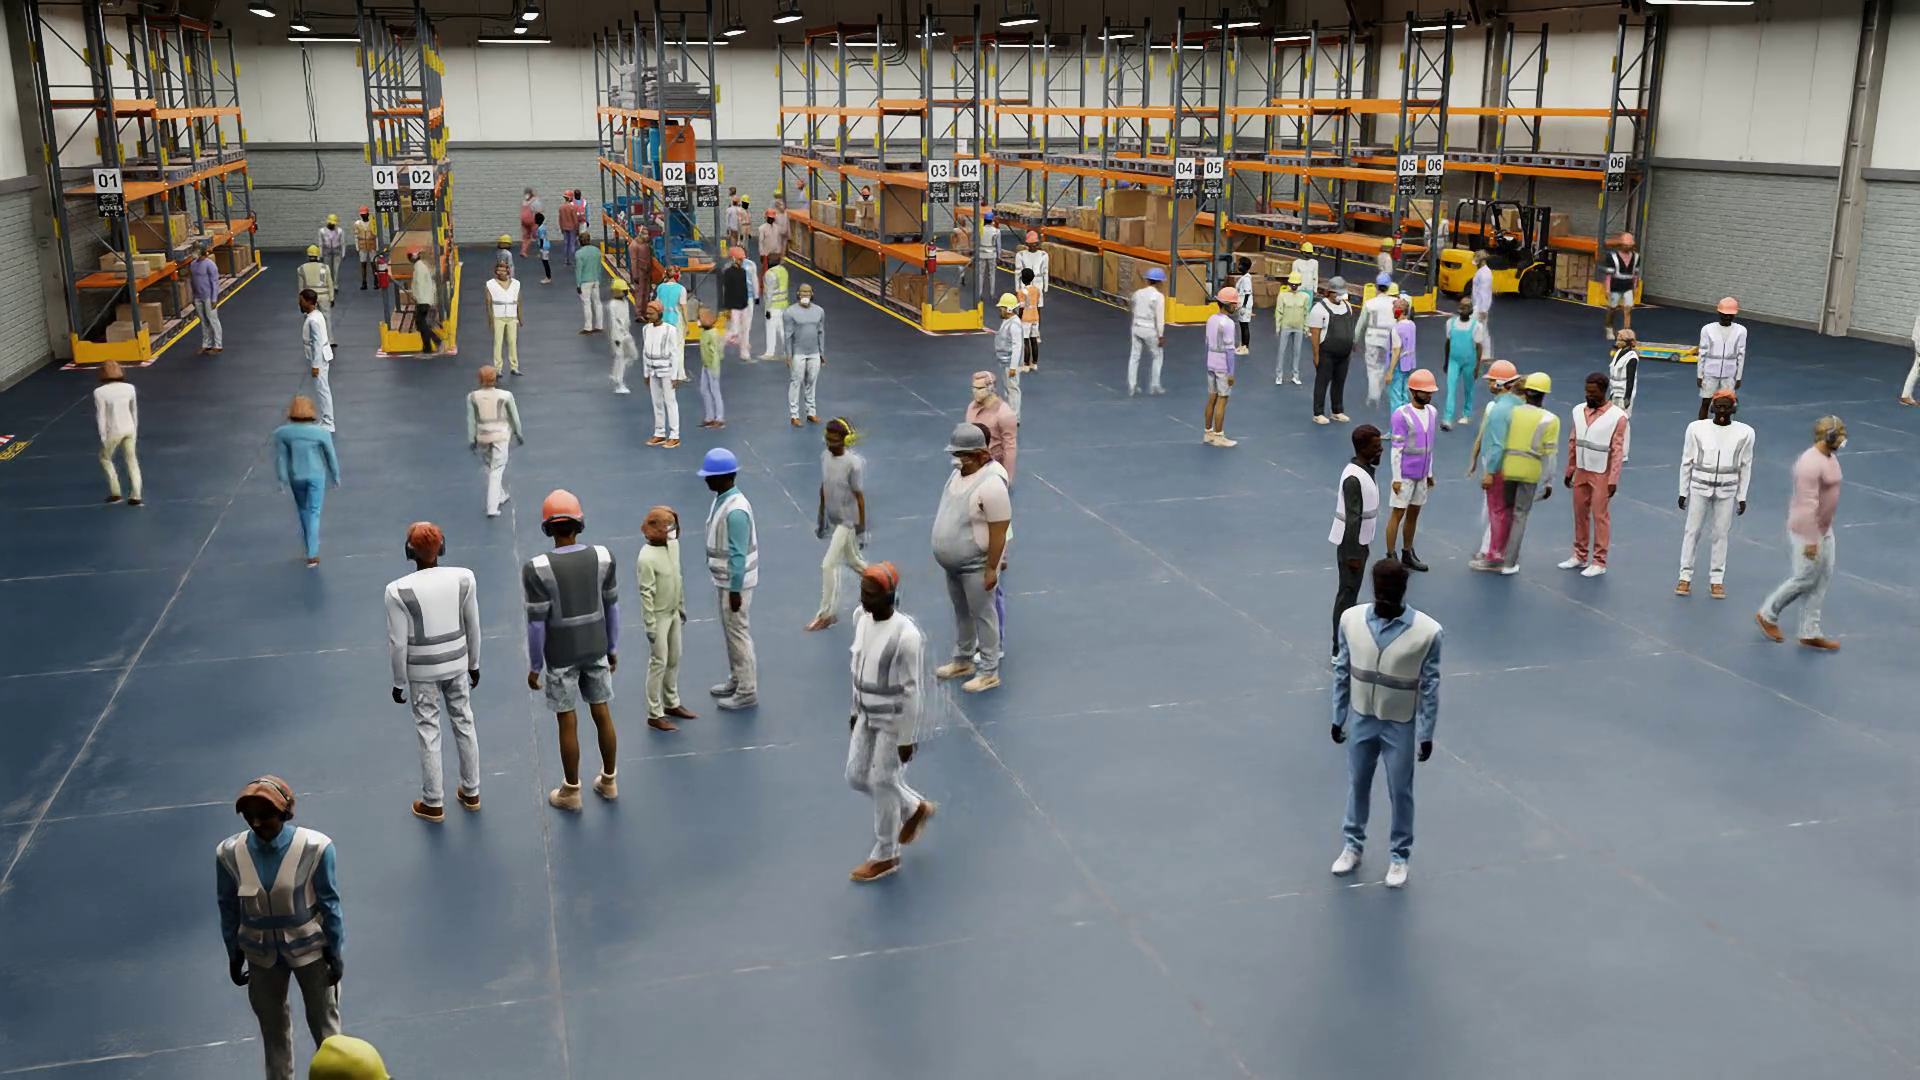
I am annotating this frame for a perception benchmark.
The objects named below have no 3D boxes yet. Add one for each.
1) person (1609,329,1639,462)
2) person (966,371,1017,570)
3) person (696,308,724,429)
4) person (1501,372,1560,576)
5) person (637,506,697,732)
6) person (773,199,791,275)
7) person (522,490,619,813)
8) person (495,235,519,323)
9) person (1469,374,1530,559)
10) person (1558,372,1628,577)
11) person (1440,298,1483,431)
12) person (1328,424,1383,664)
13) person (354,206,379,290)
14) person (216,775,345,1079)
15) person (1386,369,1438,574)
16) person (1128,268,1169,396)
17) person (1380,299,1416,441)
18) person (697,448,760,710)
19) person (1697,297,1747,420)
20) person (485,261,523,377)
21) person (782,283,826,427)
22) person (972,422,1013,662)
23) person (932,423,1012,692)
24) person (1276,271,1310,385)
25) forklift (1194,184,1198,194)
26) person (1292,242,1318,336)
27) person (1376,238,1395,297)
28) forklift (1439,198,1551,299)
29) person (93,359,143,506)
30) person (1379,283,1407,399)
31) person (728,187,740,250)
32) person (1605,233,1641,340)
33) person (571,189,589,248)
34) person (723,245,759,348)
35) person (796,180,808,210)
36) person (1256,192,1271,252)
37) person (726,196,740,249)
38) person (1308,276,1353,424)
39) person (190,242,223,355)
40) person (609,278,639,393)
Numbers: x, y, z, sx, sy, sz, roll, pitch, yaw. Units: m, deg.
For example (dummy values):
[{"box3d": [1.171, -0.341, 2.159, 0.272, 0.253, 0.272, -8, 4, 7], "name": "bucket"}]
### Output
[{"box3d": [8.111, -1.766, 20.375, 0.313, 1.633, 0.519, 0, 15, 0], "name": "person"}, {"box3d": [0.240, -0.643, 15.617, 0.402, 1.904, 0.651, -11, 19, -36], "name": "person"}, {"box3d": [-3.382, -2.307, 22.416, 0.363, 1.620, 0.530, -8, 17, -29], "name": "person"}, {"box3d": [5.258, -0.621, 15.551, 0.609, 1.889, 0.621, 12, 19, 37], "name": "person"}, {"box3d": [-2.084, 0.542, 11.699, 0.283, 1.624, 0.509, 5, 16, 17], "name": "person"}, {"box3d": [-4.525, -7.614, 41.854, 0.401, 1.906, 0.656, 7, 16, 25], "name": "person"}, {"box3d": [-2.410, 0.692, 10.338, 0.606, 2.039, 0.395, -11, 18, -35], "name": "person"}, {"box3d": [-8.983, -5.168, 32.975, 0.492, 1.732, 0.332, 11, 18, 36], "name": "person"}, {"box3d": [5.297, -0.718, 16.107, 0.667, 1.790, 0.827, 11, 18, 35], "name": "person"}, {"box3d": [5.924, -0.625, 15.553, 0.409, 1.908, 0.597, -8, 17, -27], "name": "person"}, {"box3d": [6.747, -2.371, 22.361, 0.523, 1.780, 1.025, 9, 17, 29], "name": "person"}, {"box3d": [3.094, 0.035, 13.037, 0.390, 1.920, 0.587, 5, 16, 18], "name": "person"}, {"box3d": [-13.809, -6.810, 38.761, 0.543, 1.939, 0.360, -3, 15, -11], "name": "person"}, {"box3d": [-2.868, 1.765, 7.084, 0.509, 1.629, 0.315, -1, 15, -3], "name": "person"}, {"box3d": [4.238, -0.634, 15.519, 0.544, 1.939, 0.372, -10, 18, -32], "name": "person"}, {"box3d": [2.830, -3.087, 24.824, 0.623, 1.909, 0.606, -12, 19, -37], "name": "person"}, {"box3d": [5.714, -2.207, 21.616, 0.377, 1.842, 0.570, 10, 18, 34], "name": "person"}, {"box3d": [-1.680, 0.274, 12.115, 0.422, 1.937, 0.613, -5, 16, -17], "name": "person"}, {"box3d": [9.655, -2.119, 21.127, 0.544, 1.930, 0.388, 4, 15, 15], "name": "person"}, {"box3d": [-7.290, -3.541, 26.649, 0.564, 1.838, 0.390, -9, 17, -31], "name": "person"}, {"box3d": [-2.101, -2.517, 22.611, 0.629, 1.937, 0.378, -10, 18, -33], "name": "person"}, {"box3d": [0.190, 0.005, 13.182, 0.408, 1.909, 0.592, -7, 17, -25], "name": "person"}, {"box3d": [0.048, 0.121, 12.480, 0.536, 2.000, 0.688, -8, 17, -29], "name": "person"}, {"box3d": [5.165, -3.290, 25.846, 0.530, 1.765, 0.326, -1, 15, -3], "name": "person"}, {"box3d": [7.392, -11.333, 53.972, 1.873, 2.768, 1.129, -4, 15, -15], "name": "forklift"}, {"box3d": [6.446, -4.679, 31.093, 0.527, 1.759, 0.344, -4, 15, -14], "name": "person"}, {"box3d": [8.277, -5.004, 32.361, 0.318, 1.738, 0.498, -2, 15, -9], "name": "person"}, {"box3d": [11.913, -6.508, 37.130, 2.313, 2.155, 1.214, -4, 15, -15], "name": "forklift"}, {"box3d": [-9.219, -1.167, 18.141, 0.565, 1.613, 0.520, 8, 17, 28], "name": "person"}, {"box3d": [6.358, -2.943, 24.606, 0.493, 1.732, 0.324, 1, 15, 4], "name": "person"}, {"box3d": [-6.631, -9.471, 48.970, 0.348, 1.839, 0.503, 2, 15, 6], "name": "person"}, {"box3d": [12.045, -4.574, 30.263, 0.626, 1.981, 1.079, 0, 15, 1], "name": "person"}, {"box3d": [-10.923, -9.113, 47.626, 0.622, 1.838, 0.429, -8, 17, -28], "name": "person"}, {"box3d": [-3.951, -4.343, 29.743, 0.645, 1.813, 0.658, 5, 16, 17], "name": "person"}, {"box3d": [-4.879, -10.213, 51.658, 0.410, 1.899, 0.592, 1, 15, 5], "name": "person"}, {"box3d": [8.805, -9.284, 48.144, 0.406, 1.903, 0.636, -4, 16, -16], "name": "person"}, {"box3d": [-6.246, -8.710, 46.317, 0.569, 1.720, 0.673, 0, 15, -2], "name": "person"}, {"box3d": [5.107, -2.605, 22.739, 0.688, 2.000, 0.535, -9, 17, -30], "name": "person"}, {"box3d": [-13.128, -4.195, 28.918, 0.632, 1.940, 0.372, 8, 17, 27], "name": "person"}, {"box3d": [-5.110, -3.080, 25.120, 0.391, 1.736, 0.487, 6, 16, 20], "name": "person"}]
